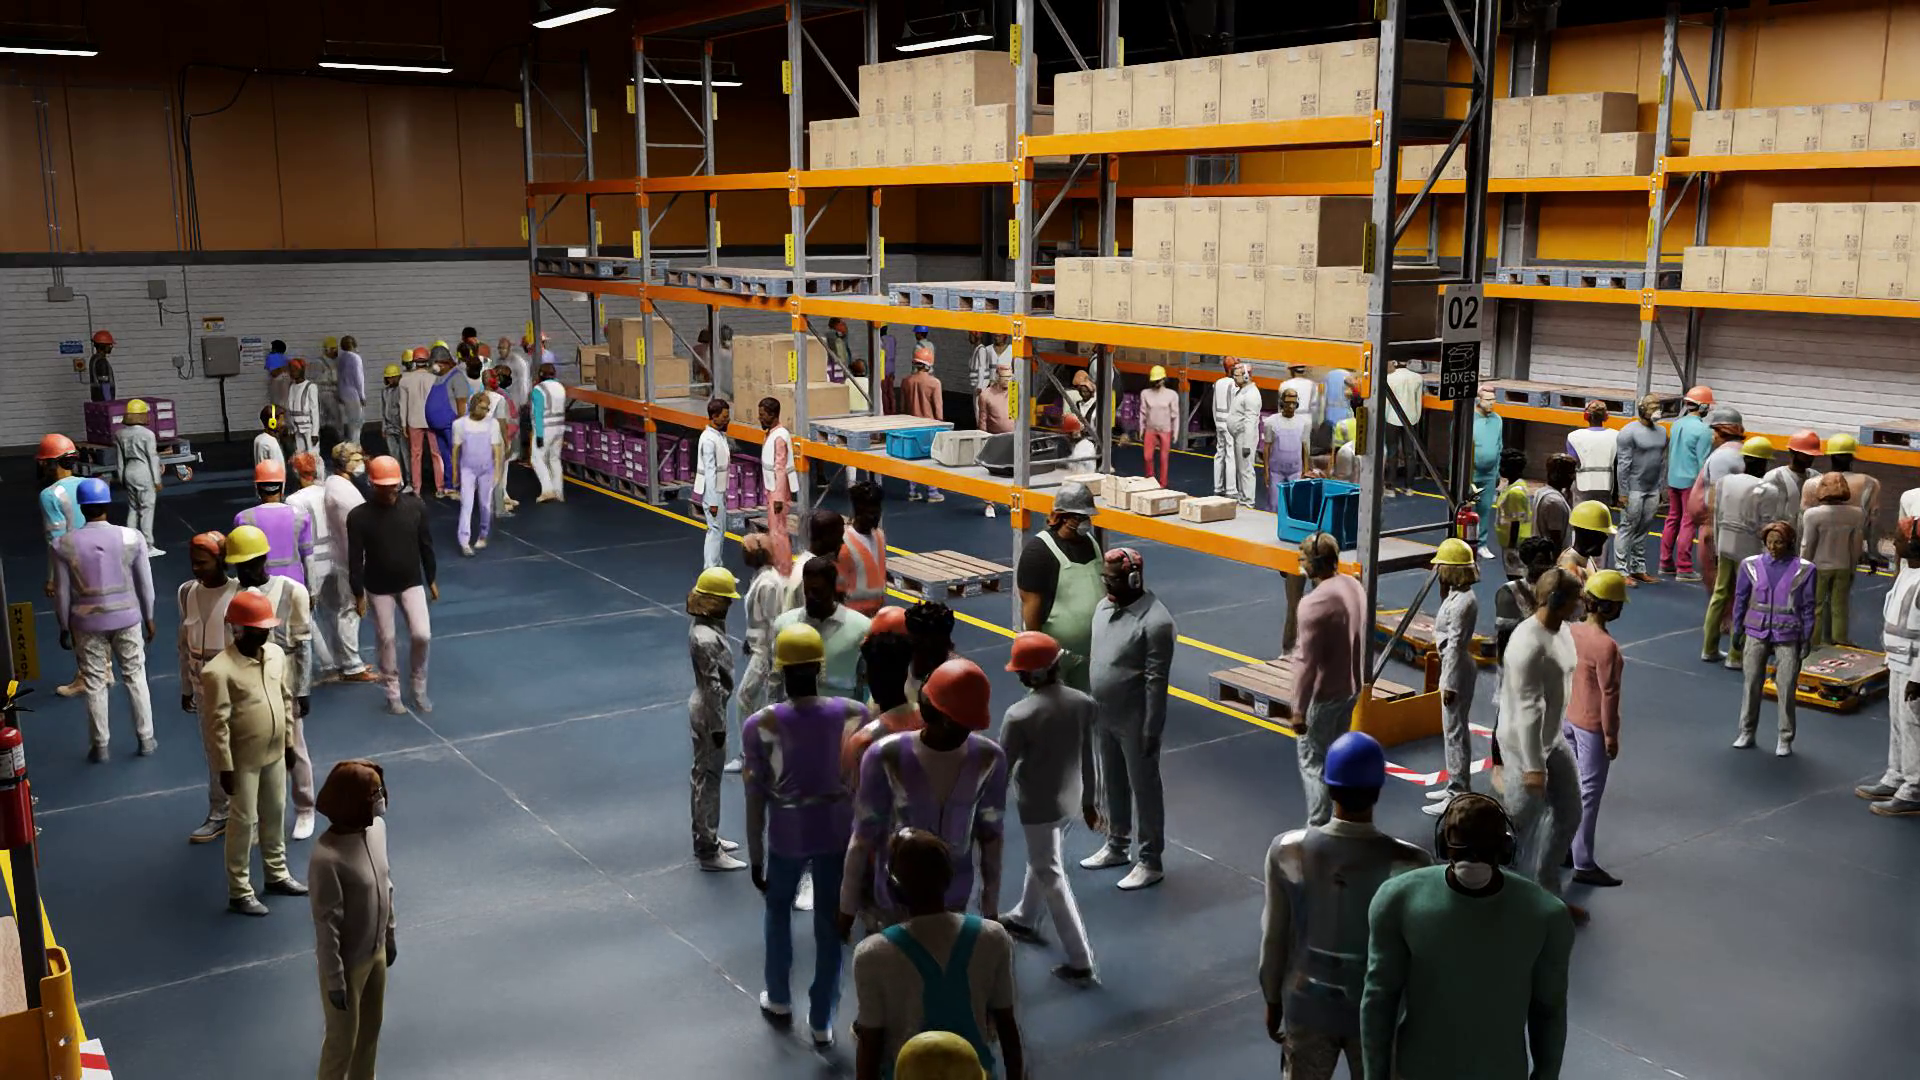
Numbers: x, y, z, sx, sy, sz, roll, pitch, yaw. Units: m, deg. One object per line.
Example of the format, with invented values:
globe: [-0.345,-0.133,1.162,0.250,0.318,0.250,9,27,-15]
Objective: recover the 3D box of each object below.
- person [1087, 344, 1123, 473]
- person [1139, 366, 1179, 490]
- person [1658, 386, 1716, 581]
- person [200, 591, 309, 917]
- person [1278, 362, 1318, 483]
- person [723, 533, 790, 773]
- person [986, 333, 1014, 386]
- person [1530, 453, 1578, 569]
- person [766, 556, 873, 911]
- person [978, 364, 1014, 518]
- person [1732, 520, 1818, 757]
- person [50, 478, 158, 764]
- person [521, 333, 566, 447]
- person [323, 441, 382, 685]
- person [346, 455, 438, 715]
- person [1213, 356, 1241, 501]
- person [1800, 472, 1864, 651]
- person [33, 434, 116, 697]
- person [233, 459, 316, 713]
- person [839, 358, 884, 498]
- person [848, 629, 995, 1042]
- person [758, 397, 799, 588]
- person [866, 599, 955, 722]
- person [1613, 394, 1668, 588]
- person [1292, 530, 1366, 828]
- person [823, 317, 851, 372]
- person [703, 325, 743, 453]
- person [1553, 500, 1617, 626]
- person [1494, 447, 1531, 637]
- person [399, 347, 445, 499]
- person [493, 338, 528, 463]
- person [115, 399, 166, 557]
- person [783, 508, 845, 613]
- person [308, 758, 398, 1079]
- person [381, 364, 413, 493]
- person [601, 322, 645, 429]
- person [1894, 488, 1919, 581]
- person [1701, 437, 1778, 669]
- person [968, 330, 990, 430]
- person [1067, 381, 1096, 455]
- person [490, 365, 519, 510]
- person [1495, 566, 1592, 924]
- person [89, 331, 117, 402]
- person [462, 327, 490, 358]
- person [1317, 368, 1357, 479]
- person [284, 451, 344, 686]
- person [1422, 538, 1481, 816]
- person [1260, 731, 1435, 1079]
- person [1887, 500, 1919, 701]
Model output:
person: [2.092,-1.995,24.064,0.535,2.000,0.681,-1,11,-4]
person: [2.587,-1.405,21.777,0.546,1.741,0.656,3,11,15]
person: [7.450,-0.578,16.968,0.412,1.988,0.619,-2,11,-9]
person: [-3.744,1.123,8.872,0.352,1.742,0.570,4,12,18]
person: [4.368,-1.474,21.760,0.555,1.900,0.854,-2,11,-8]
person: [-1.369,0.747,11.129,0.668,1.616,0.536,-1,11,-4]
person: [0.682,-2.632,27.825,0.571,1.843,0.372,4,12,18]
person: [4.702,0.218,13.254,0.343,1.839,0.506,1,11,3]
person: [-0.756,0.991,9.225,0.610,1.873,1.005,4,12,18]
person: [0.545,-1.213,20.441,0.642,1.899,0.394,-3,11,-14]
person: [5.611,0.667,11.492,0.524,1.631,0.314,8,14,36]
person: [-5.808,0.543,11.318,0.615,1.942,0.408,-7,13,-31]
person: [-6.558,-2.369,26.398,1.005,1.880,0.573,6,12,27]
person: [-4.856,0.179,13.204,0.371,1.936,0.629,-6,13,-29]
person: [-4.171,0.345,12.264,0.652,1.966,0.574,-6,13,-30]
person: [3.513,-1.449,21.678,0.356,1.882,0.574,-6,12,-27]
person: [7.097,0.252,13.609,0.498,1.633,0.289,-1,11,-4]
person: [-6.874,0.196,12.841,0.393,2.041,0.614,1,11,6]
person: [-5.055,0.363,12.298,0.549,1.925,0.384,-7,13,-33]
person: [-1.310,-1.461,21.839,0.633,1.842,0.429,1,11,4]
person: [-0.185,1.351,7.199,0.674,1.936,0.617,8,14,37]
person: [-1.816,-0.480,16.667,0.391,1.905,0.599,-3,11,-14]
person: [-0.168,1.230,7.753,0.367,1.962,0.613,9,14,39]
person: [6.819,-0.495,16.649,0.630,1.940,0.372,-6,13,-29]
person: [2.116,0.891,9.625,0.394,1.920,0.649,9,14,39]
person: [-2.421,-3.331,31.475,0.670,1.804,0.777,-9,14,-38]
person: [-3.605,-2.391,26.089,0.869,2.000,0.706,7,13,33]
person: [3.930,0.693,10.604,0.384,1.922,0.594,5,12,26]
person: [4.867,0.026,14.646,0.324,1.690,0.546,3,11,14]
person: [-7.030,-1.533,21.845,0.618,1.986,0.408,-4,12,-18]
person: [-6.817,-2.094,24.978,0.662,1.882,0.567,10,15,40]
person: [-8.889,-0.666,18.054,0.504,1.734,0.318,3,12,16]
person: [-0.937,0.747,10.421,0.475,1.883,0.707,0,11,0]
person: [-2.361,1.641,6.525,0.291,1.629,0.500,2,11,9]
person: [-7.541,-1.487,22.258,0.488,1.737,0.323,5,12,24]
person: [-5.684,-2.649,27.622,0.925,1.956,0.609,3,11,14]
person: [7.694,0.240,13.157,0.570,1.836,0.391,10,15,42]
person: [6.435,0.101,13.662,0.395,1.918,0.594,-5,12,-23]
person: [0.295,-2.560,27.384,0.371,1.878,0.588,-2,11,-9]
person: [1.591,-1.194,21.014,0.514,1.632,0.312,5,12,26]
person: [-5.791,-1.297,21.045,0.431,1.836,0.626,-1,11,-3]
person: [3.033,1.094,8.575,0.535,1.923,0.693,10,15,41]
person: [-12.467,-2.037,24.304,0.406,2.035,0.611,-8,14,-35]
person: [-8.010,-2.579,27.483,0.479,1.878,0.625,6,13,29]
person: [5.105,-1.558,21.940,0.797,1.998,0.659,-5,12,-25]
person: [-5.082,0.231,13.130,0.384,1.873,0.636,4,12,18]
person: [3.049,0.845,10.317,0.330,1.734,0.480,3,11,15]
person: [1.358,1.621,5.830,0.606,1.938,0.419,5,12,23]
person: [7.306,0.345,12.466,0.403,1.897,0.654,-3,12,-17]
